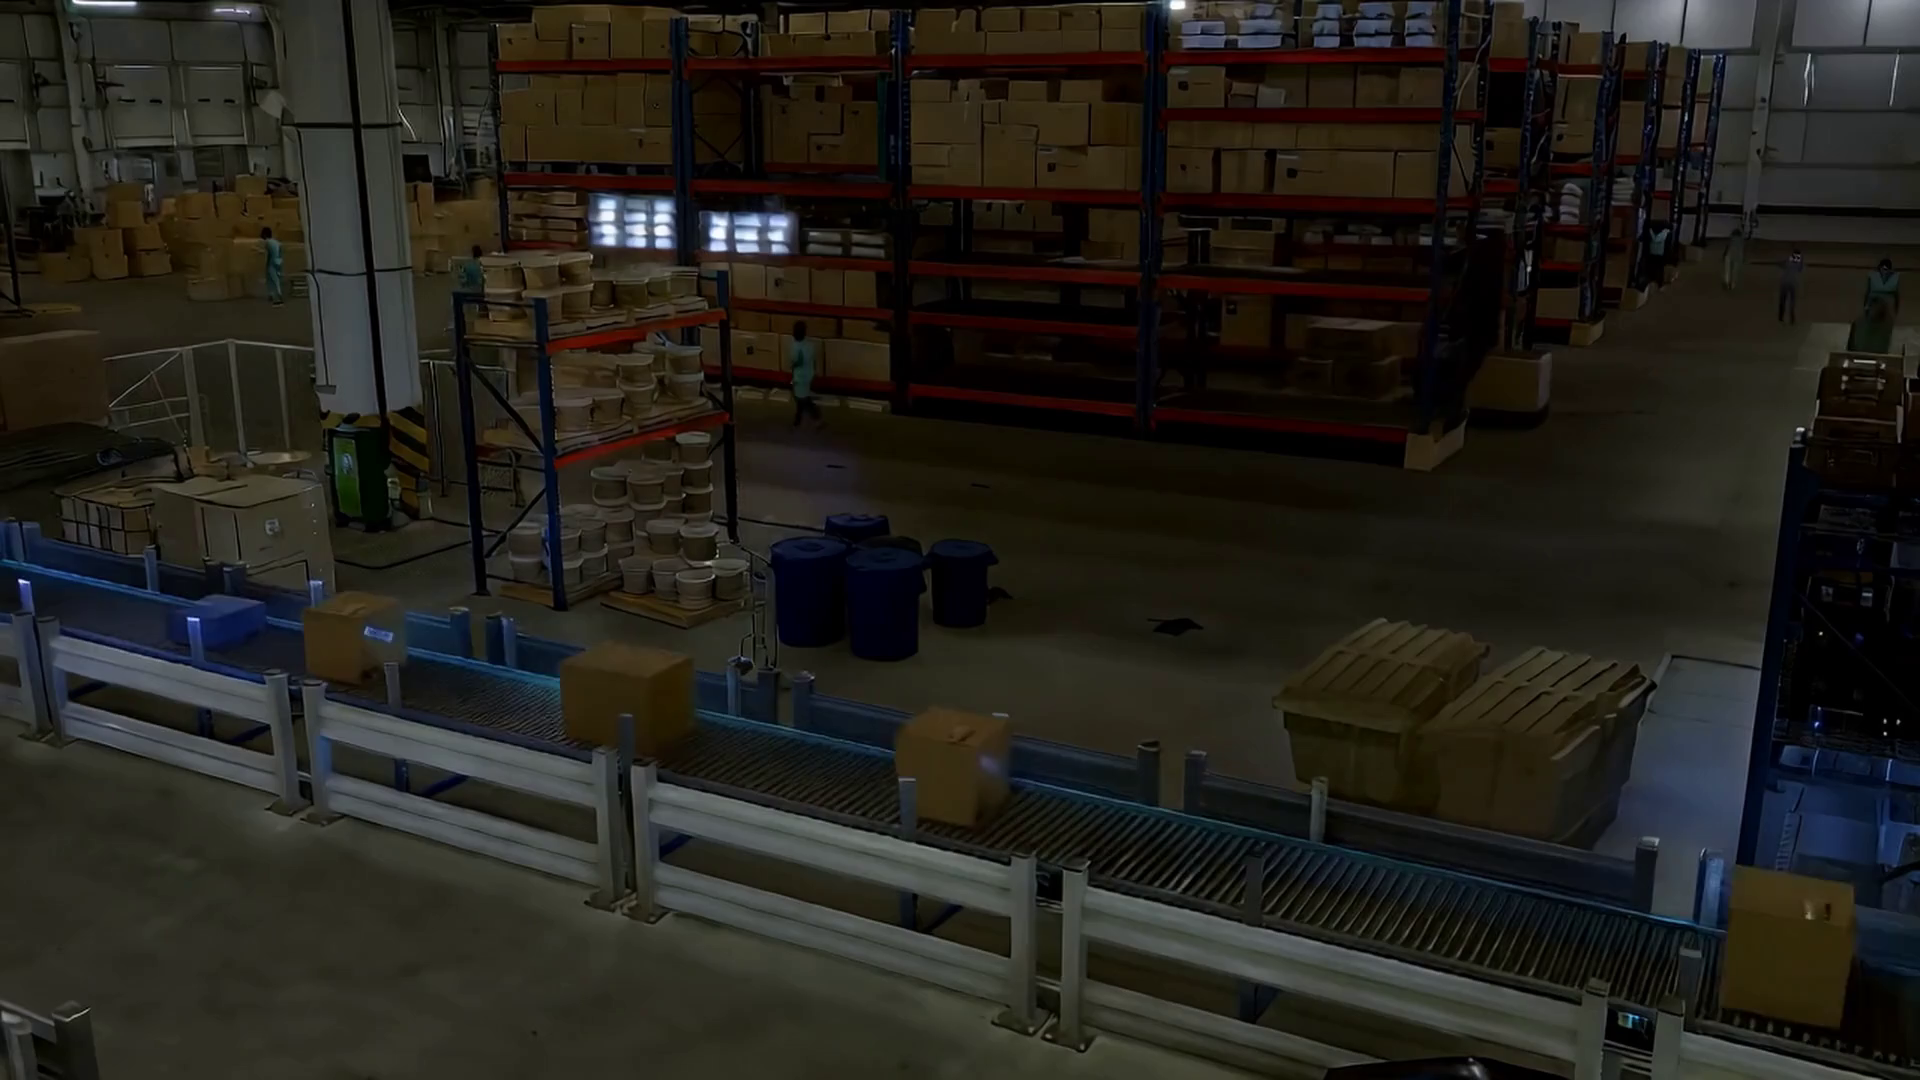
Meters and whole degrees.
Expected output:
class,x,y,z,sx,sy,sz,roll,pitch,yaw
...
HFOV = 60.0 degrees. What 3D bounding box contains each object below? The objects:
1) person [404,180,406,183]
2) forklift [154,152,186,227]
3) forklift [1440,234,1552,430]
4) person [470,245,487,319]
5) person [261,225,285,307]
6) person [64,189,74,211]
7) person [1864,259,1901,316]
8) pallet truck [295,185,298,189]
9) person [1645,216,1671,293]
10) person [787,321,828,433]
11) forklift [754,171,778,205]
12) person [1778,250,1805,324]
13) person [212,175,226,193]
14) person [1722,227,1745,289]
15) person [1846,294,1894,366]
class,x,y,z,sx,sy,sz,roll,pitch,yaw
person,-22.940,-14.127,68.062,0.637,1.920,0.828,0,15,2
forklift,-29.681,-13.185,62.665,1.873,2.768,1.129,8,17,28
forklift,7.902,-3.168,25.008,1.873,2.768,1.129,8,17,28
person,-10.537,-5.619,36.499,0.398,1.680,0.556,-10,18,-32
person,-16.237,-6.480,39.334,0.392,1.908,0.588,-3,15,-10
person,-31.093,-11.375,58.076,0.516,1.728,0.486,-1,15,-2
person,17.947,-4.569,32.390,0.597,1.792,0.945,6,16,20
pallet truck,-26.804,-14.617,69.738,1.885,1.965,0.823,-14,20,-42
person,17.637,-7.222,42.094,0.372,1.916,0.596,-13,19,-39
person,-2.238,-2.349,24.257,0.728,1.674,0.532,9,17,29
forklift,-6.154,-10.489,52.531,1.129,2.768,1.873,8,17,27
person,18.246,-5.589,36.568,0.513,1.593,0.846,4,15,14
person,-31.662,-14.773,71.055,0.546,1.616,0.596,-8,17,-28
person,19.934,-7.273,42.904,0.500,1.595,0.855,7,16,25
person,14.341,-2.984,26.328,1.028,1.832,0.691,-12,19,-37
